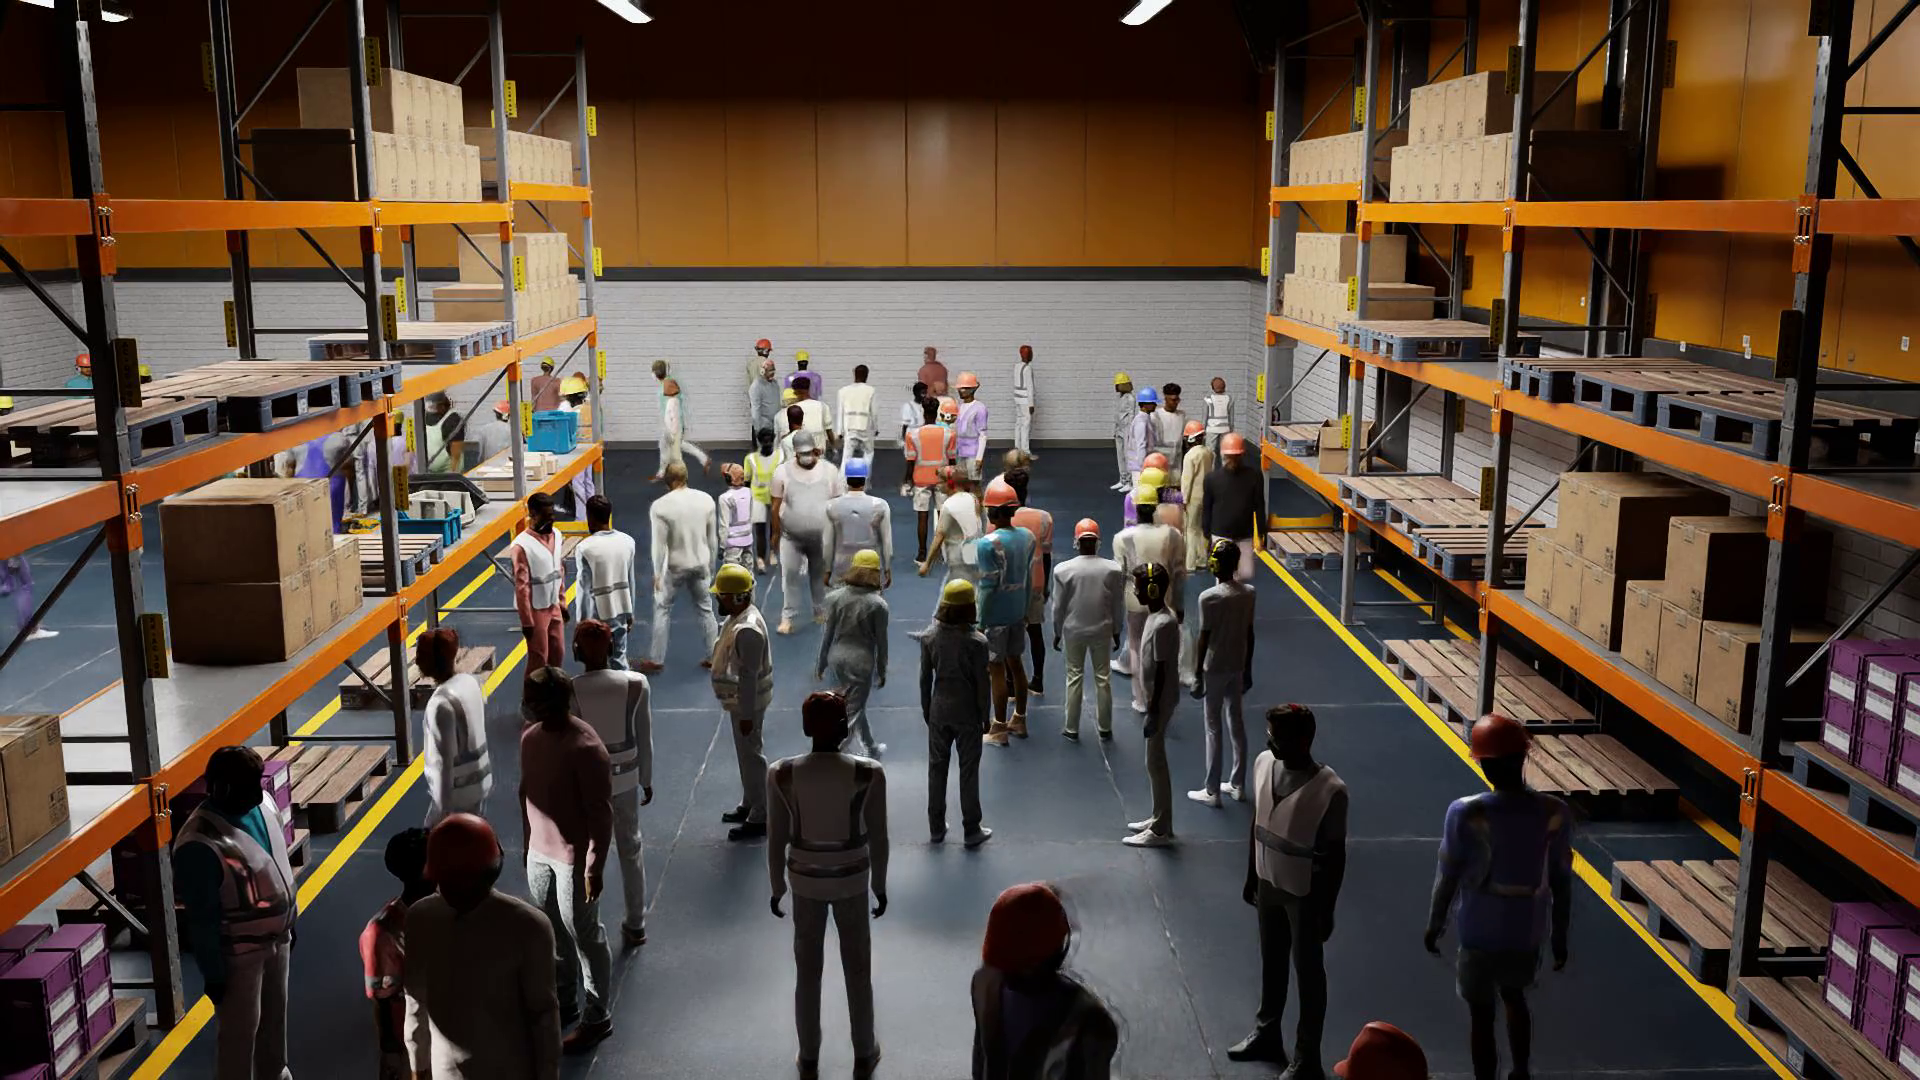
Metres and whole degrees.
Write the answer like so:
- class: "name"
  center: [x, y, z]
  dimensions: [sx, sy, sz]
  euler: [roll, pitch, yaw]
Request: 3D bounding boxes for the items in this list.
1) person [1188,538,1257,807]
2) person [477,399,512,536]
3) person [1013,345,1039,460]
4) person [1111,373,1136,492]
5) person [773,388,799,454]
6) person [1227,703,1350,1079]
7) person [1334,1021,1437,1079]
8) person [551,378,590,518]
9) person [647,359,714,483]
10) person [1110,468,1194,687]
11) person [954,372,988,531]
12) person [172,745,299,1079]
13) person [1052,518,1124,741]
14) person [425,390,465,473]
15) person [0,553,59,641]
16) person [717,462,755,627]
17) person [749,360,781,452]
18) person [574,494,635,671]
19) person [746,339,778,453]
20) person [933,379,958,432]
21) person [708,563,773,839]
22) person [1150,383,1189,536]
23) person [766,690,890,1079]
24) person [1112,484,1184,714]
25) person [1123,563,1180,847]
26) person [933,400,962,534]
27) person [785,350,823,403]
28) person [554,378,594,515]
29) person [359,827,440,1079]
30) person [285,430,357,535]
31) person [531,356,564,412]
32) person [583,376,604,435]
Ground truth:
- class: "person"
  center: [1.821, 0.915, 11.507]
  dimensions: [0.501, 1.860, 0.310]
  euler: [-8, 14, -34]
- class: "person"
  center: [-5.844, -0.901, 20.971]
  dimensions: [0.598, 1.719, 0.669]
  euler: [3, 12, 17]
- class: "person"
  center: [1.074, -2.263, 27.371]
  dimensions: [0.345, 1.883, 0.584]
  euler: [-4, 12, -21]
- class: "person"
  center: [2.382, -1.580, 24.340]
  dimensions: [0.320, 1.732, 0.491]
  euler: [-5, 12, -25]
- class: "person"
  center: [-2.239, -1.165, 22.268]
  dimensions: [0.550, 1.721, 0.407]
  euler: [4, 12, 21]
- class: "person"
  center: [1.582, 1.650, 7.869]
  dimensions: [0.392, 1.839, 0.563]
  euler: [-7, 13, -33]
- class: "person"
  center: [1.248, 2.271, 4.968]
  dimensions: [0.342, 1.749, 0.569]
  euler: [8, 14, 36]
- class: "person"
  center: [-5.196, -1.198, 21.997]
  dimensions: [0.628, 1.905, 0.555]
  euler: [-8, 14, -36]
- class: "person"
  center: [-4.238, -1.799, 25.074]
  dimensions: [0.940, 1.891, 0.655]
  euler: [-3, 12, -13]
- class: "person"
  center: [1.679, 0.314, 14.453]
  dimensions: [0.591, 1.886, 0.973]
  euler: [-10, 15, -41]
- class: "person"
  center: [0.099, -1.114, 21.211]
  dimensions: [0.377, 2.045, 0.605]
  euler: [-8, 14, -34]
- class: "person"
  center: [-3.125, 1.772, 7.292]
  dimensions: [0.429, 1.831, 0.630]
  euler: [1, 11, 7]
- class: "person"
  center: [0.988, 0.694, 12.892]
  dimensions: [0.559, 1.744, 0.333]
  euler: [-1, 11, -3]
- class: "person"
  center: [-6.388, -0.951, 20.401]
  dimensions: [0.768, 2.000, 0.545]
  euler: [7, 13, 33]
- class: "person"
  center: [-9.039, 0.093, 15.661]
  dimensions: [0.528, 1.846, 0.761]
  euler: [9, 15, 39]
- class: "person"
  center: [-2.207, 0.048, 16.399]
  dimensions: [0.309, 1.641, 0.511]
  euler: [6, 13, 28]
- class: "person"
  center: [-2.845, -1.728, 24.673]
  dimensions: [0.400, 1.894, 0.652]
  euler: [5, 13, 25]
- class: "person"
  center: [-2.760, 0.593, 13.001]
  dimensions: [0.402, 1.908, 0.598]
  euler: [7, 13, 31]
- class: "person"
  center: [-3.226, -2.315, 27.381]
  dimensions: [0.611, 1.985, 0.393]
  euler: [7, 13, 31]
- class: "person"
  center: [-0.246, -1.556, 24.507]
  dimensions: [0.514, 1.615, 0.660]
  euler: [-2, 11, -10]
- class: "person"
  center: [-1.437, 1.045, 10.955]
  dimensions: [0.404, 1.823, 0.590]
  euler: [-3, 12, -15]
- class: "person"
  center: [2.611, -1.001, 20.887]
  dimensions: [0.610, 1.951, 0.376]
  euler: [-5, 12, -22]
- class: "person"
  center: [-0.619, 1.629, 7.863]
  dimensions: [0.575, 1.883, 0.362]
  euler: [0, 11, 1]
- class: "person"
  center: [1.527, 0.507, 13.429]
  dimensions: [0.606, 1.906, 0.600]
  euler: [-2, 11, -10]
- class: "person"
  center: [1.250, 1.062, 10.790]
  dimensions: [0.350, 1.856, 0.520]
  euler: [1, 11, 6]
- class: "person"
  center: [-0.162, -0.891, 20.854]
  dimensions: [0.354, 1.738, 0.577]
  euler: [-3, 12, -14]
- class: "person"
  center: [-2.436, -2.002, 25.980]
  dimensions: [0.588, 1.920, 0.395]
  euler: [-2, 12, -12]
- class: "person"
  center: [-5.148, -1.236, 22.243]
  dimensions: [0.928, 1.864, 0.656]
  euler: [6, 13, 28]
- class: "person"
  center: [-2.143, 1.959, 6.674]
  dimensions: [0.316, 1.696, 0.541]
  euler: [5, 12, 22]
- class: "person"
  center: [-7.135, -0.593, 18.607]
  dimensions: [0.750, 2.000, 0.608]
  euler: [-2, 11, -10]
- class: "person"
  center: [-6.620, -2.073, 26.750]
  dimensions: [0.533, 1.756, 0.337]
  euler: [0, 11, 1]
- class: "person"
  center: [-5.060, -1.363, 22.982]
  dimensions: [0.343, 1.839, 0.503]
  euler: [-1, 11, -4]
